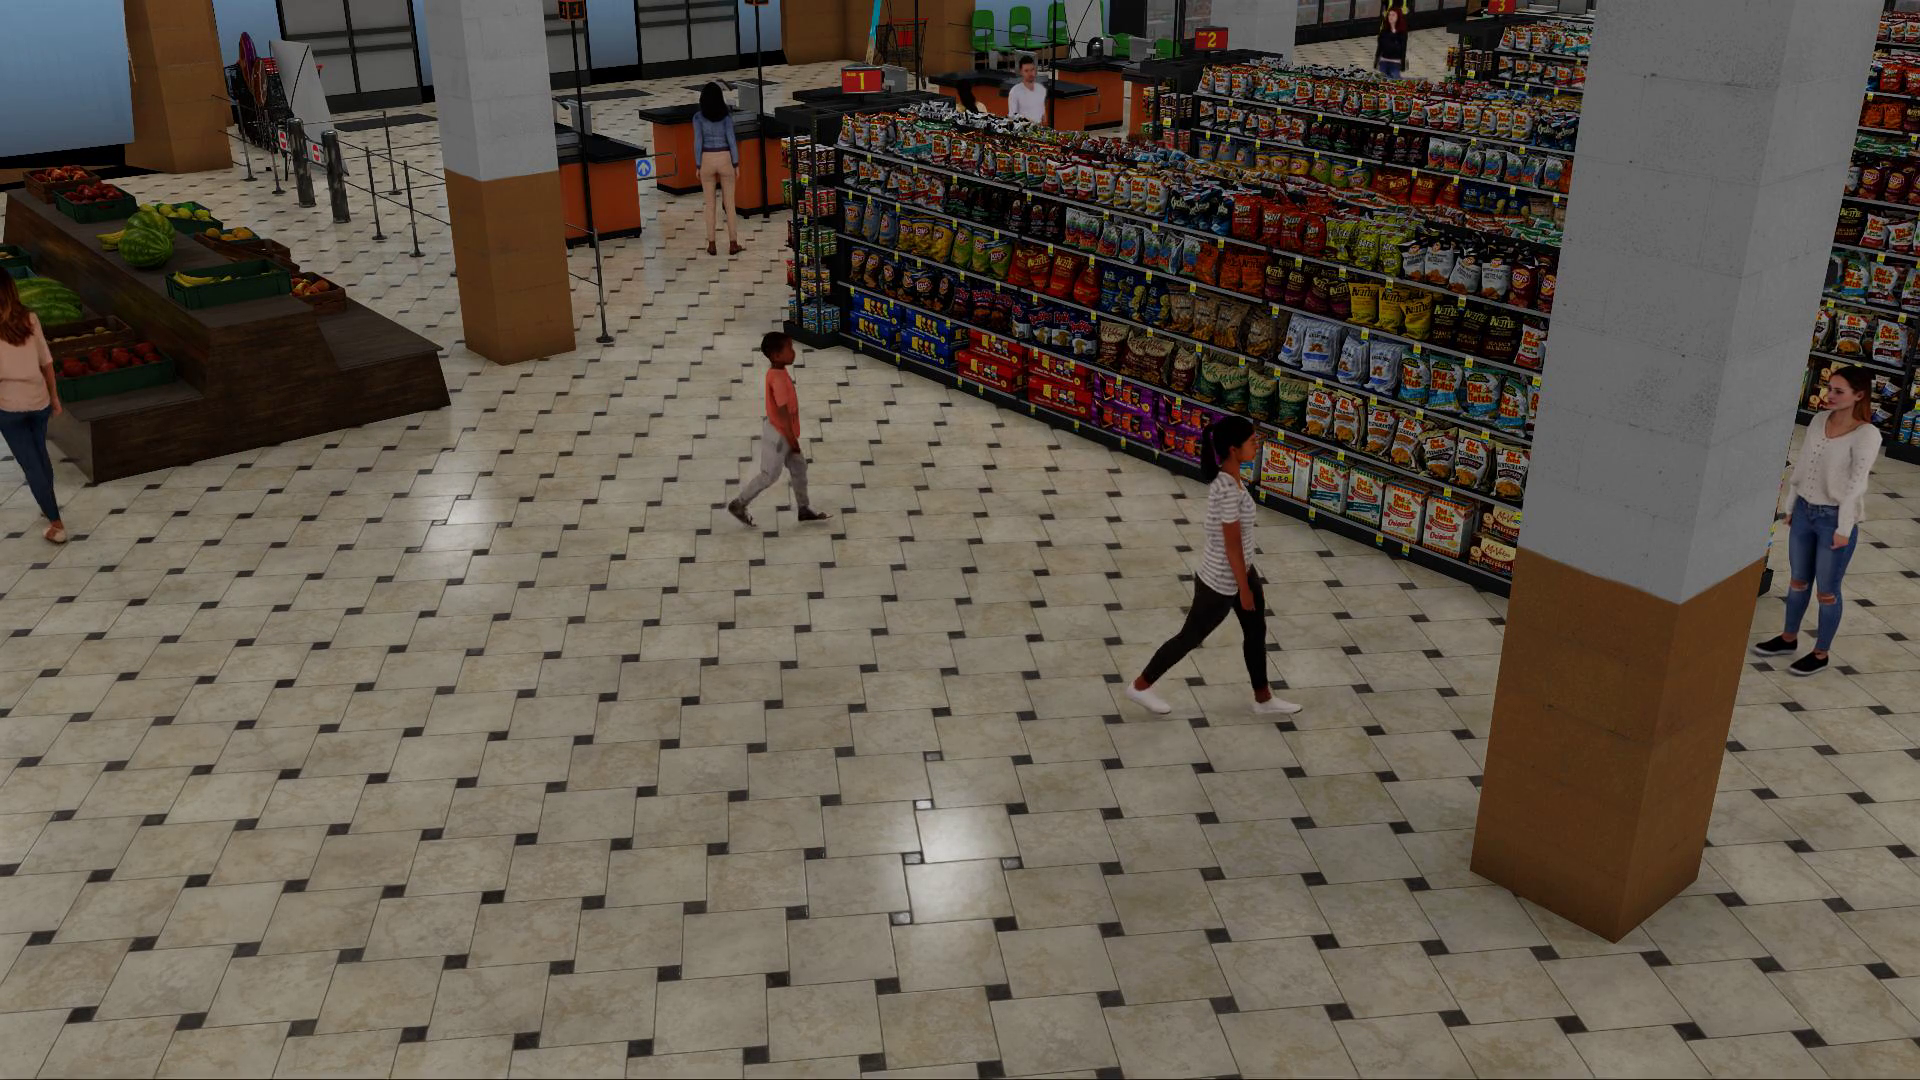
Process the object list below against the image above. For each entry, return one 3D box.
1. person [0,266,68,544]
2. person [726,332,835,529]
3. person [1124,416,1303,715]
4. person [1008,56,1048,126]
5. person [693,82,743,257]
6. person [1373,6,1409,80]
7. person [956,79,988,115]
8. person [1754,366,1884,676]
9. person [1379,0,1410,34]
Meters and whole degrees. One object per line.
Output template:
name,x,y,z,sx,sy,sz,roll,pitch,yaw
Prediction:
person,-5.783,-0.812,10.320,0.830,1.767,0.690,17,29,34
person,-1.213,-0.682,10.602,0.904,1.301,0.865,1,24,3
person,1.213,0.193,8.228,1.167,1.602,1.002,5,24,12
person,0.703,-4.463,18.623,0.805,1.799,1.247,-14,27,-30
person,-2.521,-3.852,17.259,0.711,1.774,0.752,-1,24,-2
person,6.179,-6.690,23.750,0.724,1.769,0.722,18,30,36
person,0.090,-4.261,18.372,0.695,1.631,0.648,-9,25,-20
person,4.583,-0.107,8.801,0.743,1.693,0.607,-9,25,-19
person,8.487,-10.458,32.263,1.023,1.847,1.087,1,24,2
